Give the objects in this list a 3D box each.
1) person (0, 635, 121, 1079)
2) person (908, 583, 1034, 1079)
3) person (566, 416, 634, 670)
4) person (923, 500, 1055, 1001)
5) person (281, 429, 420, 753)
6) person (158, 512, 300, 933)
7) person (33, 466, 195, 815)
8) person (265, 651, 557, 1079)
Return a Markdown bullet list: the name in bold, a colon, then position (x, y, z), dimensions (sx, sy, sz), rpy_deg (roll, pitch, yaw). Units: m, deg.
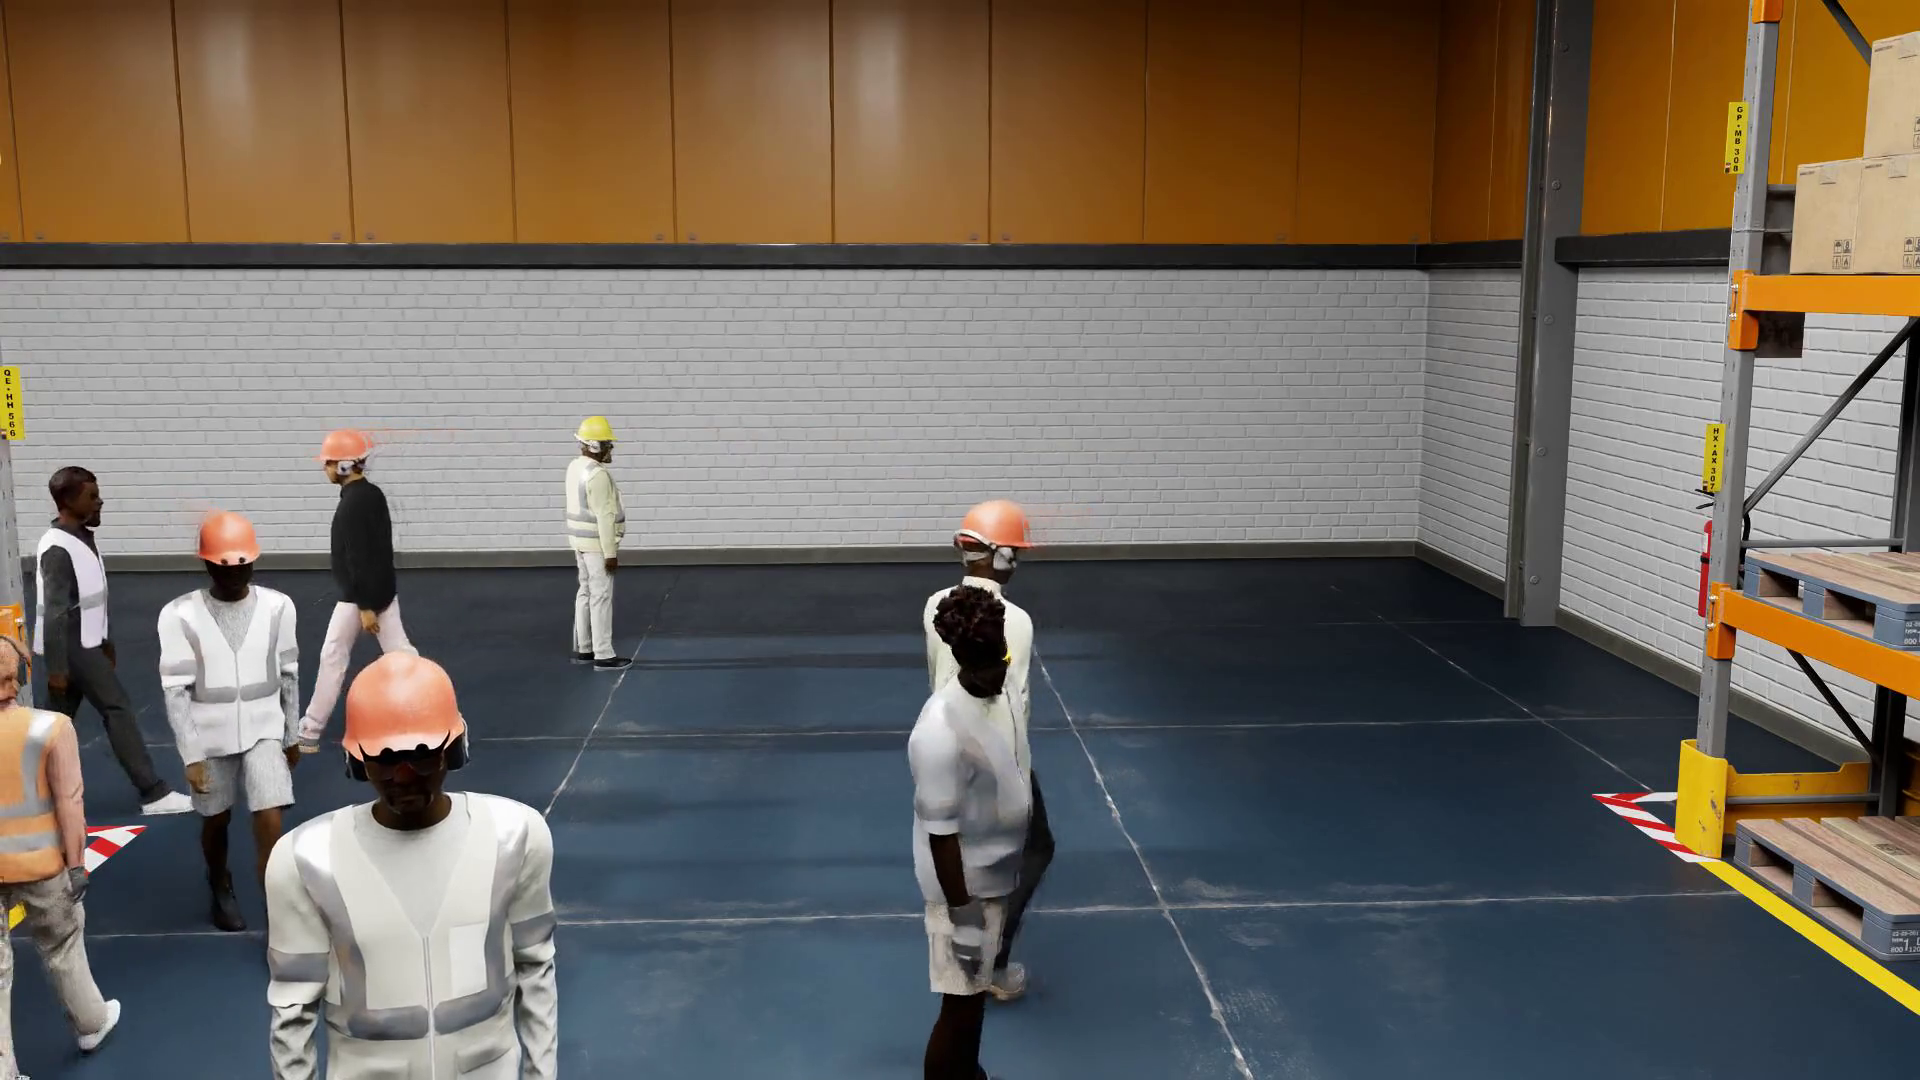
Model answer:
- **person**: position (-3.268, 1.111, 5.782), dimensions (0.541, 1.616, 0.618), rpy_deg (-1, 9, -9)
- **person**: position (0.060, 1.047, 5.280), dimensions (0.372, 1.928, 0.748), rpy_deg (3, 10, 20)
- **person**: position (-2.618, 0.031, 11.966), dimensions (0.432, 1.832, 0.612), rpy_deg (-6, 11, -33)
- **person**: position (0.073, 0.837, 6.396), dimensions (0.533, 1.976, 0.645), rpy_deg (-8, 12, -40)
- **person**: position (-3.561, 0.305, 9.868), dimensions (1.051, 1.940, 0.623), rpy_deg (0, 9, 1)
- **person**: position (-3.017, 0.801, 6.918), dimensions (0.551, 1.886, 0.995), rpy_deg (-6, 11, -32)
- **person**: position (-4.543, 0.545, 8.598), dimensions (0.987, 1.872, 0.605), rpy_deg (-3, 10, -20)
- **person**: position (-1.174, 1.240, 3.664), dimensions (0.615, 2.041, 0.387), rpy_deg (-4, 10, -25)
